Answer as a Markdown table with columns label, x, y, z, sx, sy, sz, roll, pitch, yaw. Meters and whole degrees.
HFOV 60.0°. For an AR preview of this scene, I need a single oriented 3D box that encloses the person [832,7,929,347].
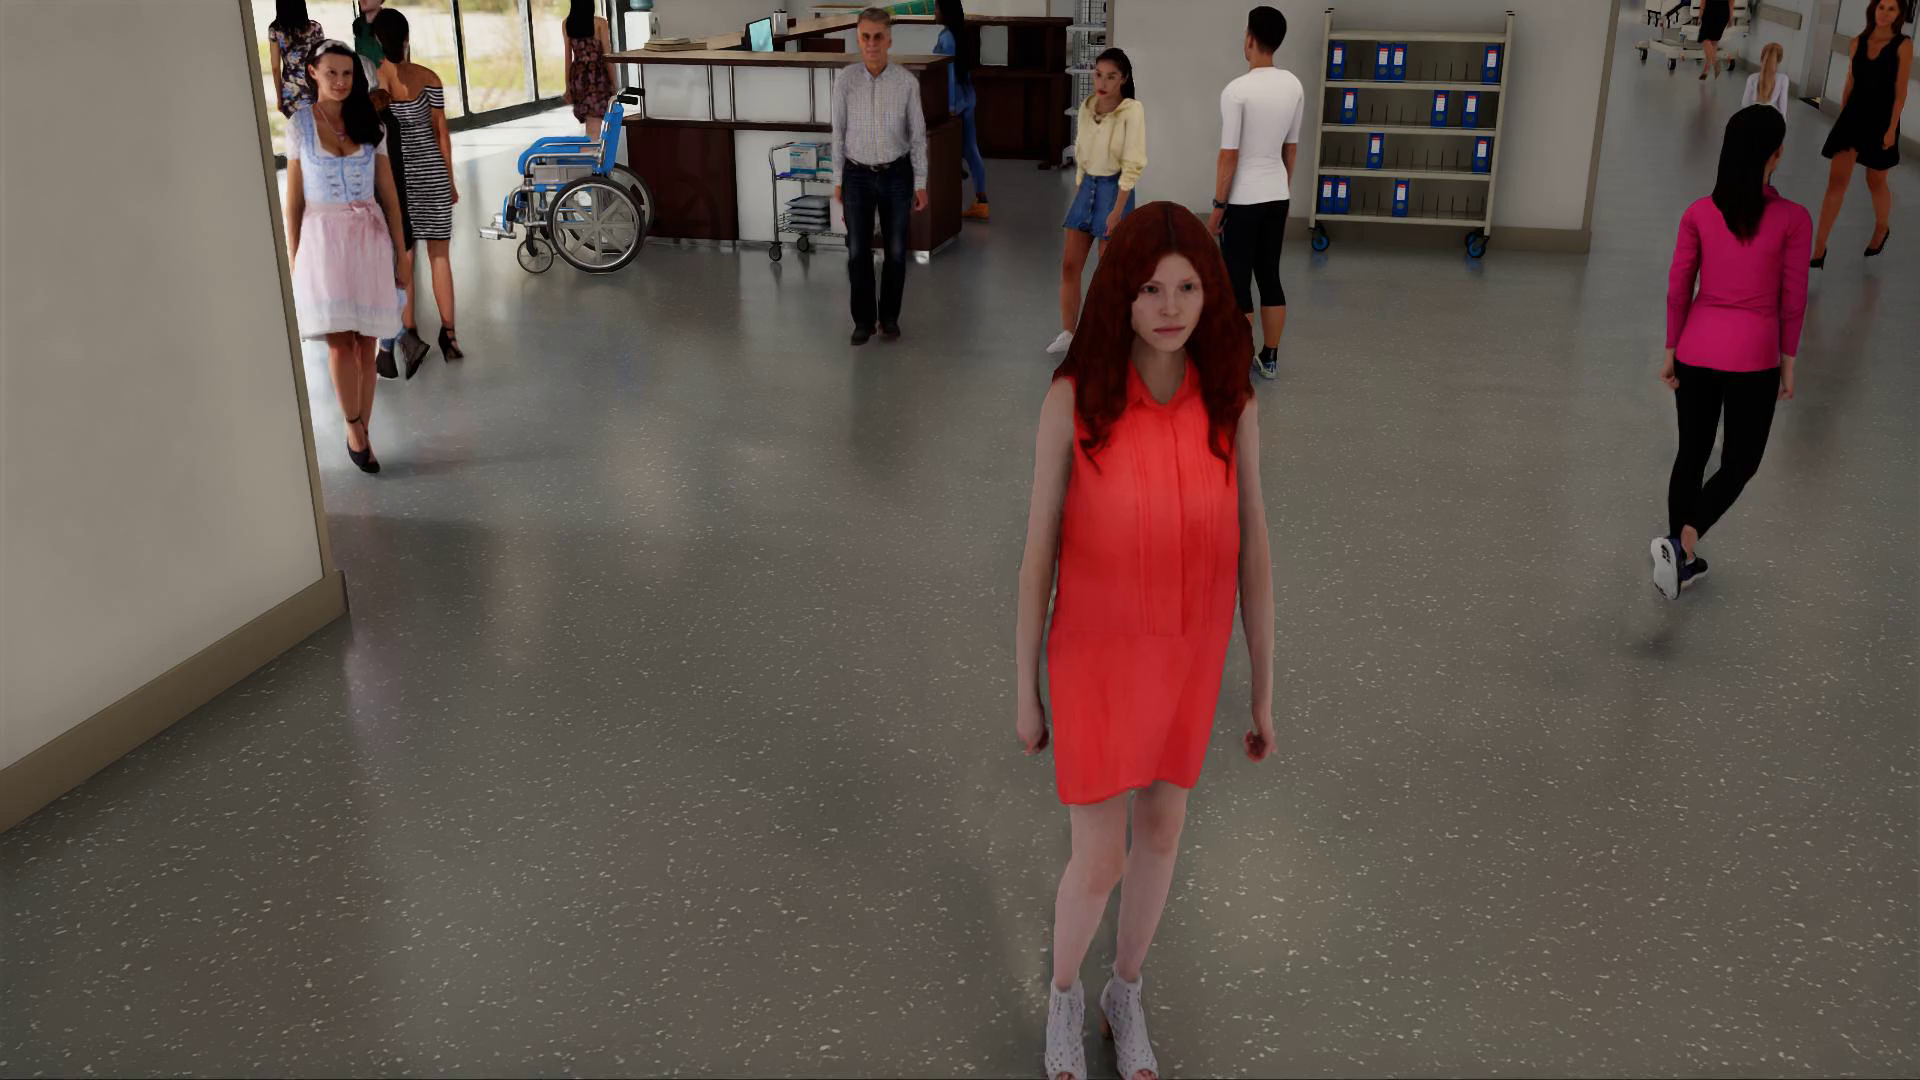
| label | x | y | z | sx | sy | sz | roll | pitch | yaw |
| --- | --- | --- | --- | --- | --- | --- | --- | --- | --- |
| person | -0.449 | -2.005 | 9.191 | 0.776 | 1.794 | 0.845 | -1 | 21 | -3 |

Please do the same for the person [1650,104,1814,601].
| label | x | y | z | sx | sy | sz | roll | pitch | yaw |
| --- | --- | --- | --- | --- | --- | --- | --- | --- | --- |
| person | 2.522 | -0.565 | 5.547 | 0.957 | 1.682 | 0.904 | 18 | 27 | 39 |

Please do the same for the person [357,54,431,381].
| label | x | y | z | sx | sy | sz | roll | pitch | yaw |
| --- | --- | --- | --- | --- | --- | --- | --- | --- | --- |
| person | -2.882 | -1.566 | 8.273 | 0.942 | 1.623 | 0.761 | 12 | 24 | 29 |

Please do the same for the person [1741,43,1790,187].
| label | x | y | z | sx | sy | sz | roll | pitch | yaw |
| --- | --- | --- | --- | --- | --- | --- | --- | --- | --- |
| person | 6.561 | -3.409 | 13.625 | 0.467 | 1.278 | 0.583 | 9 | 23 | 23 |

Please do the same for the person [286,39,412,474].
| label | x | y | z | sx | sy | sz | roll | pitch | yaw |
| --- | --- | --- | --- | --- | --- | --- | --- | --- | --- |
| person | -2.571 | -1.147 | 6.924 | 0.884 | 1.794 | 0.949 | -13 | 24 | -31 |

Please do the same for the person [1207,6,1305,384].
| label | x | y | z | sx | sy | sz | roll | pitch | yaw |
| --- | --- | --- | --- | --- | --- | --- | --- | --- | --- |
| person | 1.483 | -1.706 | 8.320 | 0.752 | 1.851 | 0.806 | -12 | 24 | -29 |

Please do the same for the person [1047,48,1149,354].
| label | x | y | z | sx | sy | sz | roll | pitch | yaw |
| --- | --- | --- | --- | --- | --- | --- | --- | --- | --- |
| person | 0.834 | -1.774 | 8.844 | 0.886 | 1.608 | 0.811 | -18 | 27 | -40 |

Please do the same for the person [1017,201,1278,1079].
| label | x | y | z | sx | sy | sz | roll | pitch | yaw |
| --- | --- | --- | --- | --- | --- | --- | --- | --- | --- |
| person | 0.319 | 0.240 | 3.236 | 0.689 | 1.814 | 0.776 | -6 | 22 | -16 |

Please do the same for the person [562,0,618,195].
| label | x | y | z | sx | sy | sz | roll | pitch | yaw |
| --- | --- | --- | --- | --- | --- | --- | --- | --- | --- |
| person | -3.039 | -3.623 | 13.538 | 1.073 | 1.740 | 0.680 | 5 | 21 | 13 |

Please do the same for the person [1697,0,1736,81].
| label | x | y | z | sx | sy | sz | roll | pitch | yaw |
| --- | --- | --- | --- | --- | --- | --- | --- | --- | --- |
| person | 10.484 | -7.208 | 23.022 | 1.016 | 1.727 | 0.843 | 0 | 21 | 1 |

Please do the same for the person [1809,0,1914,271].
| label | x | y | z | sx | sy | sz | roll | pitch | yaw |
| --- | --- | --- | --- | --- | --- | --- | --- | --- | --- |
| person | 6.010 | -2.650 | 10.925 | 1.134 | 1.773 | 1.194 | -14 | 25 | -32 |

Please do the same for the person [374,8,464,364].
| label | x | y | z | sx | sy | sz | roll | pitch | yaw |
| --- | --- | --- | --- | --- | --- | --- | --- | --- | --- |
| person | -2.847 | -1.830 | 8.692 | 0.555 | 1.821 | 0.709 | -1 | 21 | -2 |

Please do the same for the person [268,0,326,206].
| label | x | y | z | sx | sy | sz | roll | pitch | yaw |
| --- | --- | --- | --- | --- | --- | --- | --- | --- | --- |
| person | -5.300 | -3.578 | 13.432 | 0.617 | 1.732 | 0.733 | -6 | 22 | -16 |

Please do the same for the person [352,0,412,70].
| label | x | y | z | sx | sy | sz | roll | pitch | yaw |
| --- | --- | --- | --- | --- | --- | --- | --- | --- | --- |
| person | -4.350 | -3.360 | 12.715 | 0.708 | 1.831 | 0.793 | 11 | 23 | 27 |

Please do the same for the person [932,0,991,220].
| label | x | y | z | sx | sy | sz | roll | pitch | yaw |
| --- | --- | --- | --- | --- | --- | --- | --- | --- | --- |
| person | 0.041 | -3.272 | 12.683 | 0.906 | 1.689 | 0.721 | 9 | 23 | 23 |
